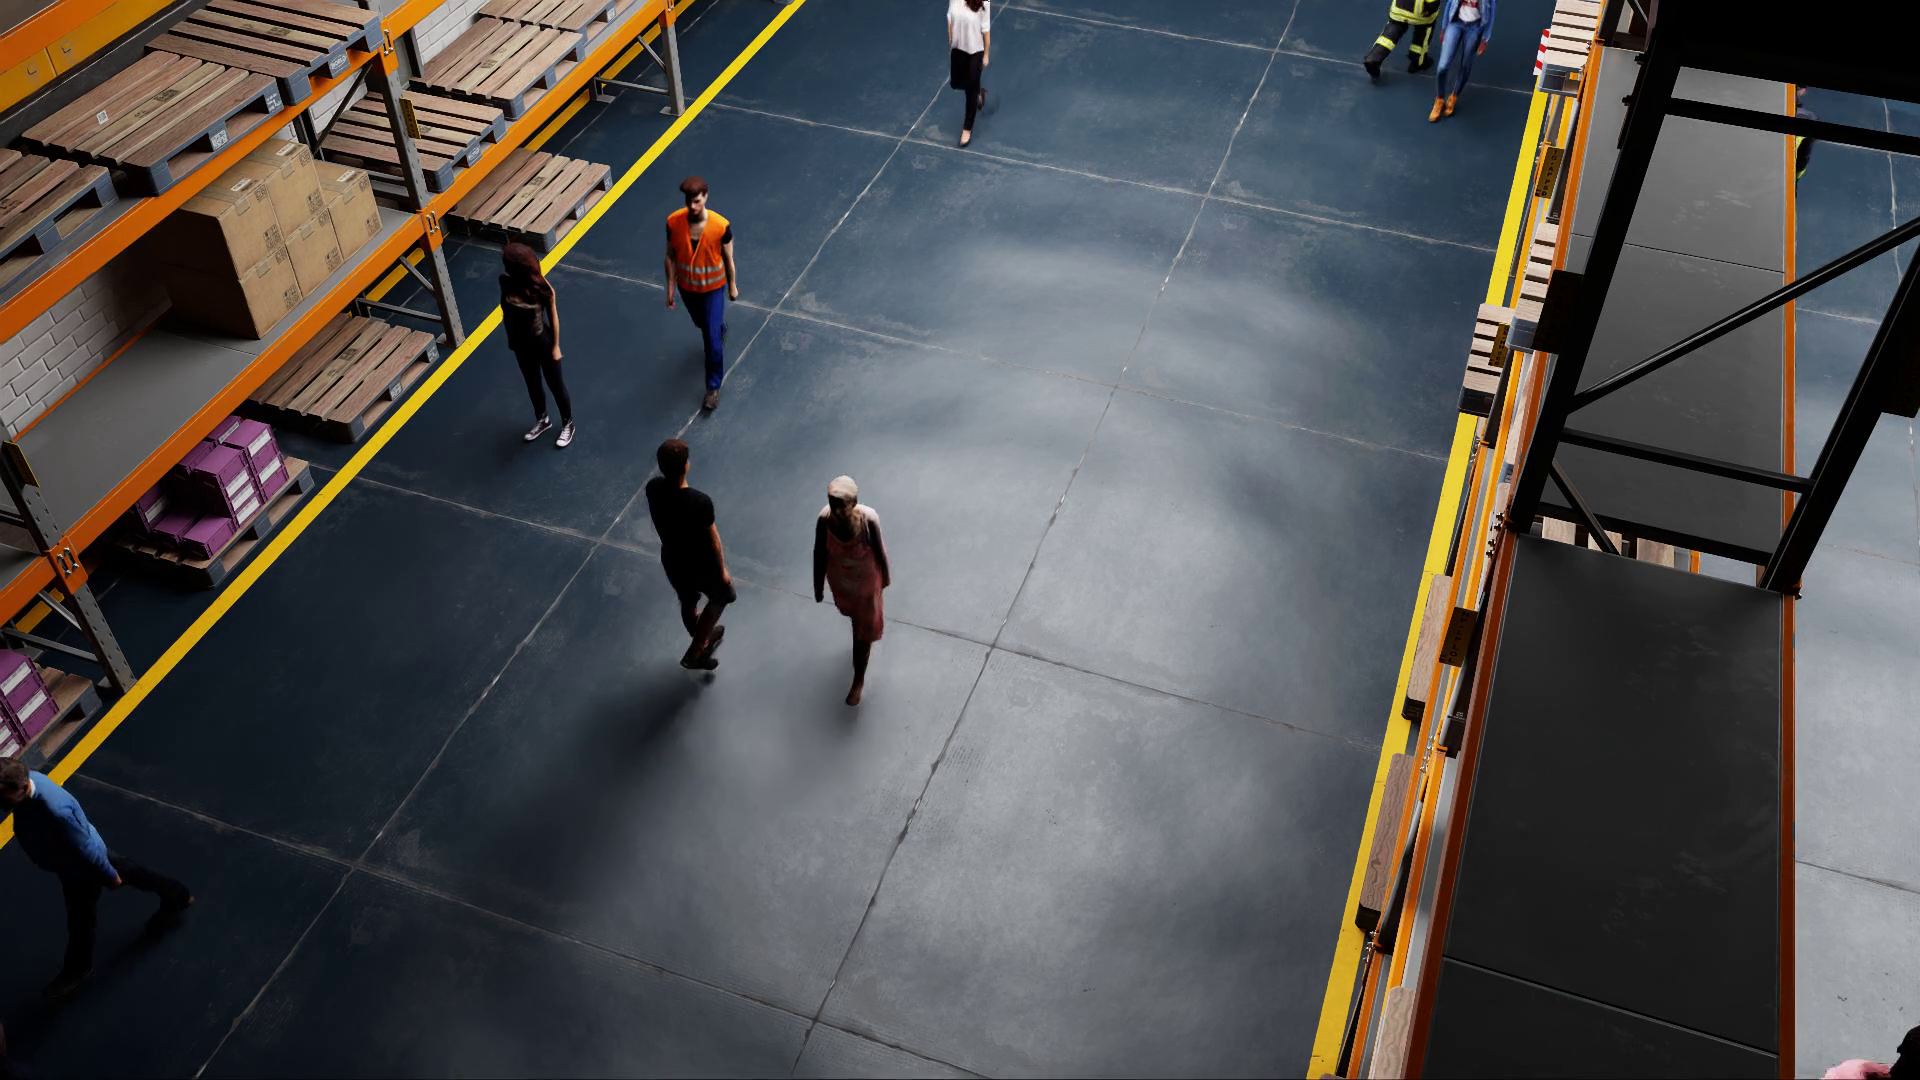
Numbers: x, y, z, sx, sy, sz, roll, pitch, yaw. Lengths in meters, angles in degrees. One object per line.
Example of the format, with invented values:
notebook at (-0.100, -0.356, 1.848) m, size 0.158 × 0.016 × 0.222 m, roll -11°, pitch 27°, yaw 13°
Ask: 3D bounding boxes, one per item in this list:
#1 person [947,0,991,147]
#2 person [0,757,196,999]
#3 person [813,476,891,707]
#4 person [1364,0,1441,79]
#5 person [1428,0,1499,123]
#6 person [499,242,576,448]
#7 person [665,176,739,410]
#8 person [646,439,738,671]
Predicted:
person at (0.132, -4.583, 15.529) m, size 0.716 × 1.781 × 0.952 m, roll 22°, pitch 48°, yaw 21°
person at (-4.698, 1.658, 8.992) m, size 0.949 × 1.763 × 1.224 m, roll 30°, pitch 51°, yaw 28°
person at (-0.664, 0.170, 10.628) m, size 0.695 × 1.660 × 1.062 m, roll 7°, pitch 44°, yaw 8°
person at (4.446, -5.390, 16.361) m, size 1.265 × 1.801 × 1.085 m, roll -29°, pitch 51°, yaw -27°
person at (4.848, -4.877, 15.896) m, size 0.650 × 1.702 × 0.700 m, roll 18°, pitch 46°, yaw 18°
person at (-3.127, -1.459, 12.258) m, size 0.598 × 1.770 × 0.514 m, roll 14°, pitch 45°, yaw 14°
person at (-1.966, -2.010, 12.778) m, size 0.806 × 1.851 × 1.240 m, roll 8°, pitch 44°, yaw 8°
person at (-1.747, 0.161, 10.495) m, size 0.753 × 1.856 × 0.816 m, roll 20°, pitch 47°, yaw 20°
